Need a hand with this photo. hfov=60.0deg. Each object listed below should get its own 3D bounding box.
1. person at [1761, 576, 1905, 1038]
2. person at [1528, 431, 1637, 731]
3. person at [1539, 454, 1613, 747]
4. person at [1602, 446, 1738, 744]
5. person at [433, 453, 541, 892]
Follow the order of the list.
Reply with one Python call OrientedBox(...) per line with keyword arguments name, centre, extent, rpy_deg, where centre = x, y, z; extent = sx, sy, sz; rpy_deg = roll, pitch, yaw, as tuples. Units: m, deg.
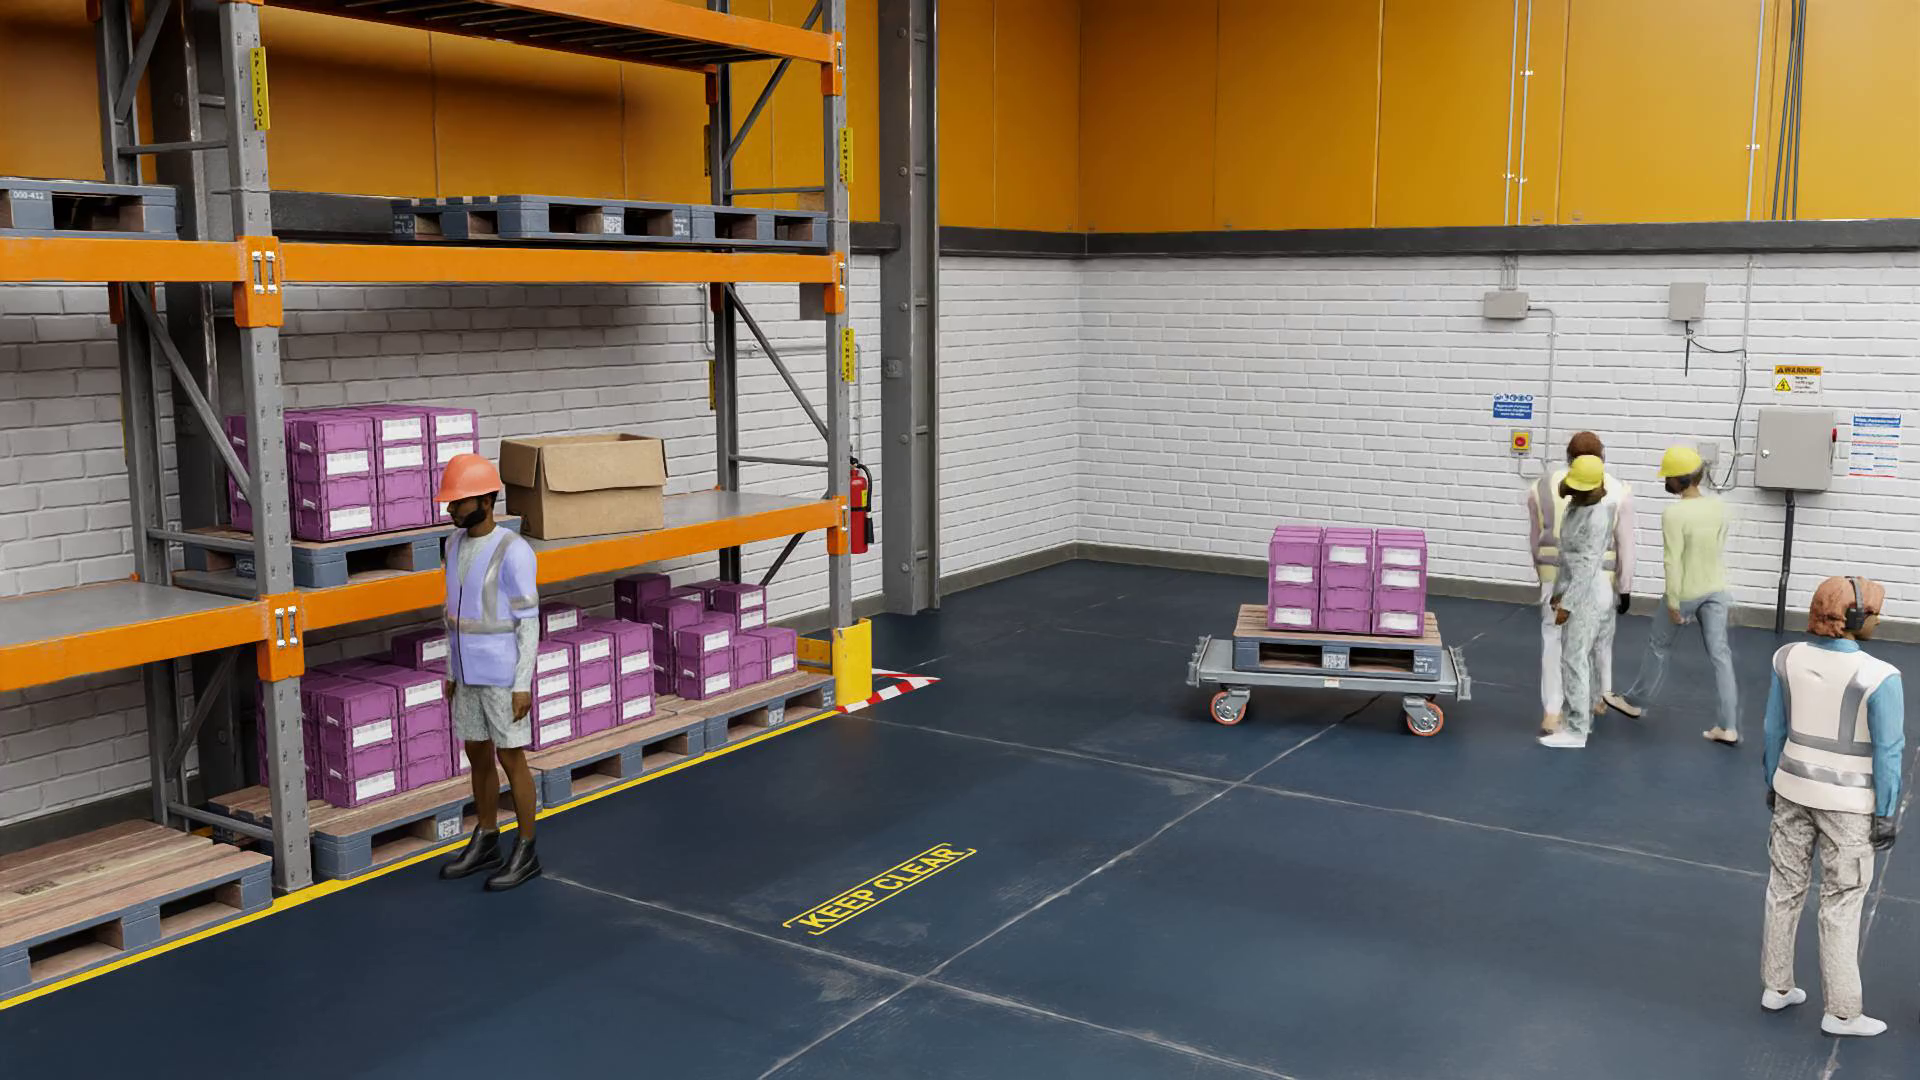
OrientedBox(name="person", centre=(3.092, 0.938, 5.931), extent=(0.314, 1.636, 0.515), rpy_deg=(-4, 10, -24))
OrientedBox(name="person", centre=(3.738, 0.240, 10.036), extent=(0.637, 1.789, 0.960), rpy_deg=(5, 10, 28))
OrientedBox(name="person", centre=(3.568, 0.346, 9.563), extent=(0.383, 1.705, 0.537), rpy_deg=(1, 9, 4))
OrientedBox(name="person", centre=(4.250, 0.302, 9.805), extent=(0.549, 1.708, 0.932), rpy_deg=(-4, 9, -22))
OrientedBox(name="person", centre=(-2.096, 0.578, 7.304), extent=(0.551, 1.932, 0.378), rpy_deg=(6, 11, 35))
